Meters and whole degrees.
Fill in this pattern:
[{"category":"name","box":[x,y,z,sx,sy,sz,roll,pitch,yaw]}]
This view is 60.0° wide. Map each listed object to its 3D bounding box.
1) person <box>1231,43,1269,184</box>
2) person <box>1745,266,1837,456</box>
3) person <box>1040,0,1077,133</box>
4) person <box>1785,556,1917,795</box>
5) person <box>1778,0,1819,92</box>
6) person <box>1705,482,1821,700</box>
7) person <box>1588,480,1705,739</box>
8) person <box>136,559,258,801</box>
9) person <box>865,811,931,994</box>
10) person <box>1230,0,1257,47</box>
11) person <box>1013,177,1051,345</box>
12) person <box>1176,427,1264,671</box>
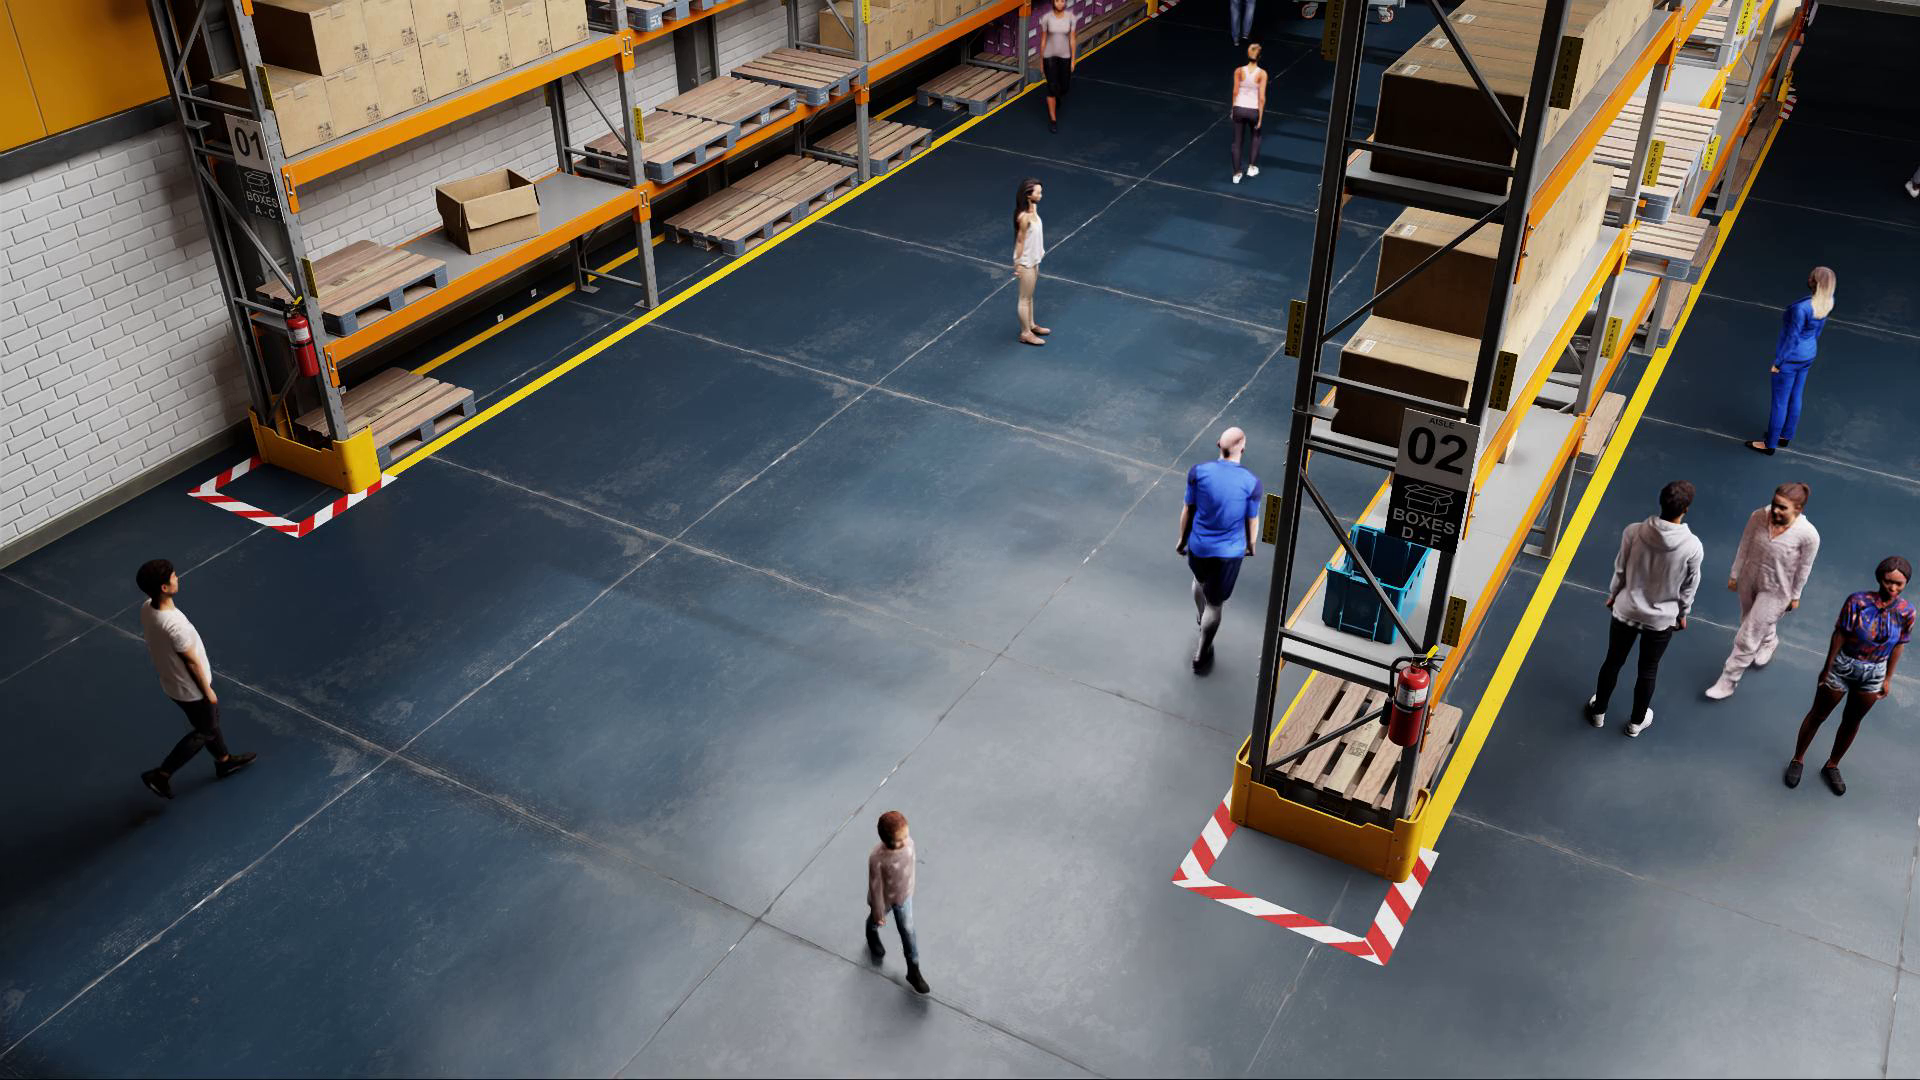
[{"category":"person","box":[3.314,-4.931,19.310,0.633,1.628,0.719,10,35,14]},{"category":"person","box":[7.104,-1.530,14.128,0.633,1.700,0.765,-21,39,-28]},{"category":"person","box":[1.217,-6.054,20.906,0.886,1.731,1.024,-1,34,-1]},{"category":"person","box":[5.659,0.845,10.518,0.639,1.741,0.602,8,35,12]},{"category":"person","box":[11.213,-6.837,22.234,0.673,1.566,0.535,9,35,13]},{"category":"person","box":[5.595,0.296,11.426,1.169,1.651,0.945,-19,38,-26]},{"category":"person","box":[4.511,0.457,10.931,0.670,1.931,0.583,17,37,23]},{"category":"person","box":[-4.939,0.907,10.459,1.034,1.704,0.841,-25,41,-32]},{"category":"person","box":[-0.421,1.961,9.357,0.832,1.168,0.795,-17,37,-24]},{"category":"person","box":[4.050,-7.985,23.722,0.829,1.831,0.882,7,34,10]},{"category":"person","box":[0.633,-2.682,15.905,0.673,1.652,0.607,-6,34,-9]},{"category":"person","box":[1.752,0.099,11.584,0.753,1.805,1.022,14,36,20]}]
